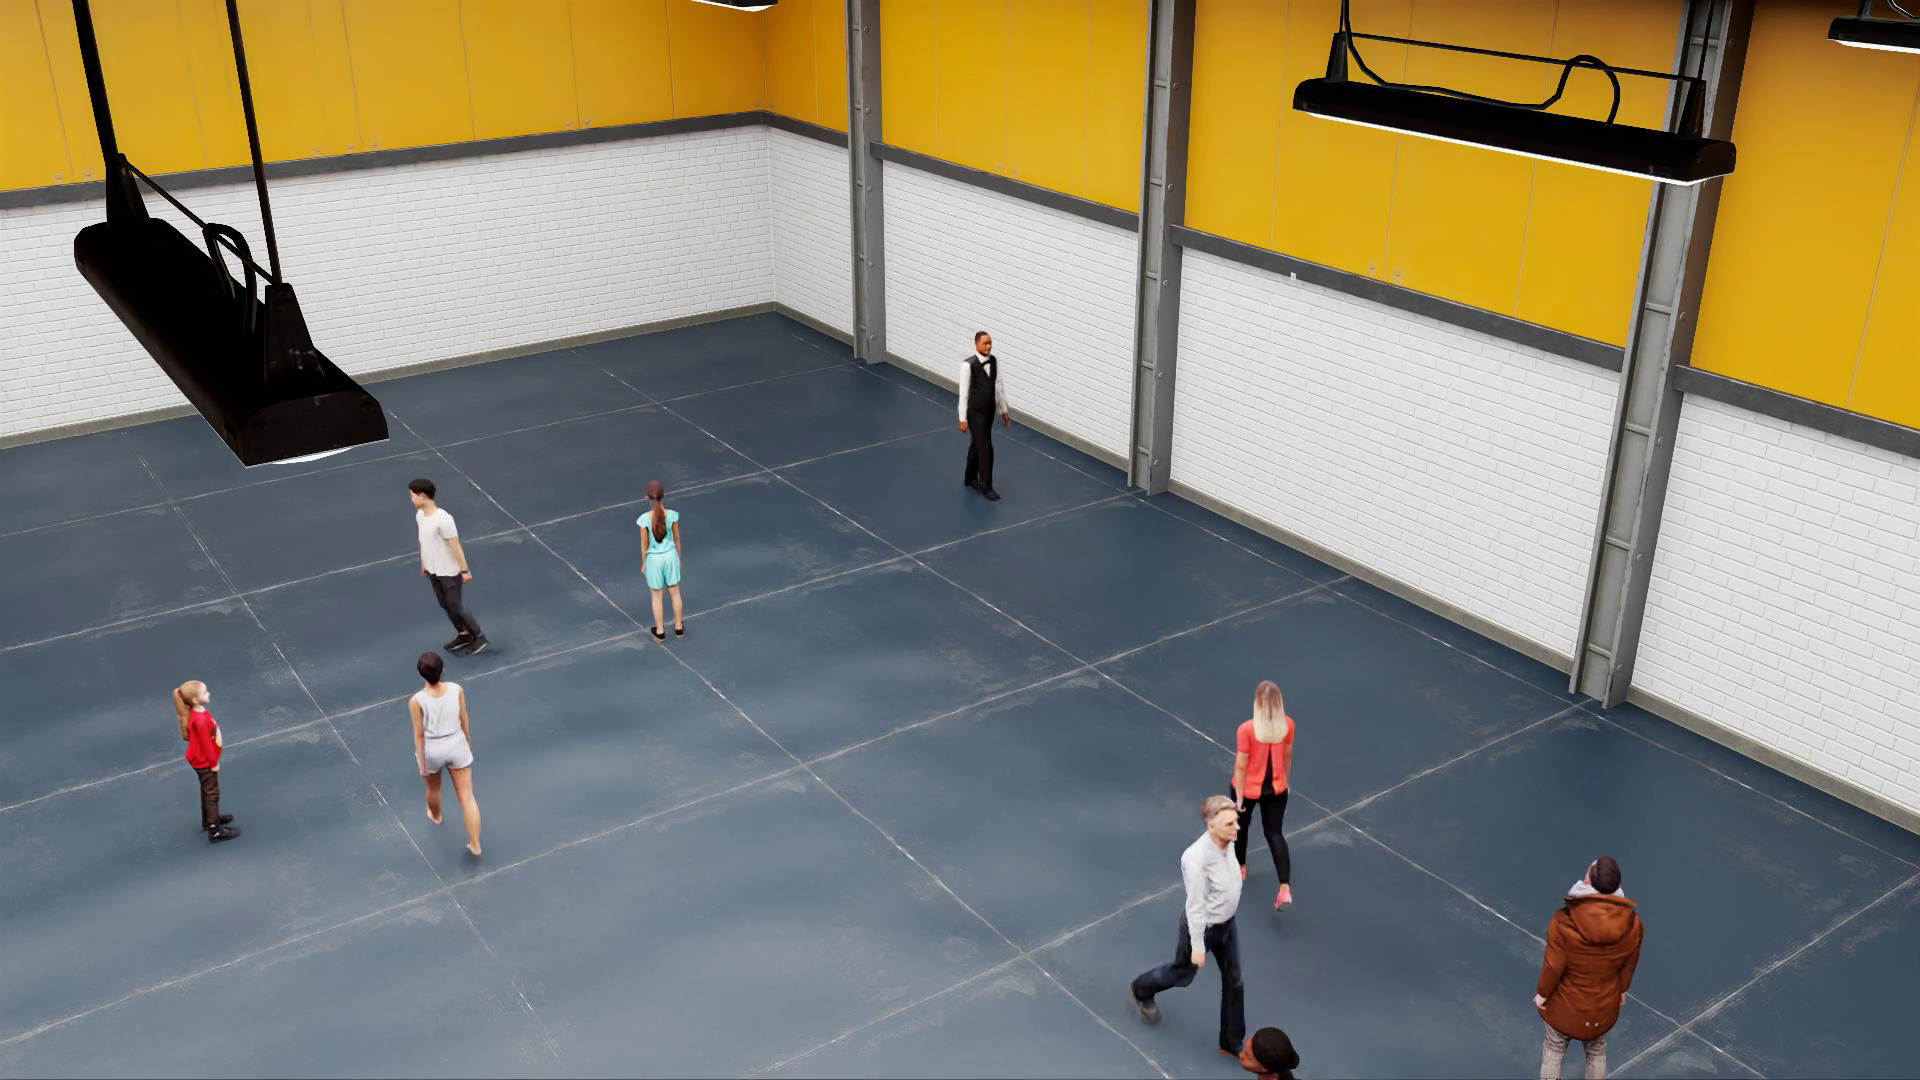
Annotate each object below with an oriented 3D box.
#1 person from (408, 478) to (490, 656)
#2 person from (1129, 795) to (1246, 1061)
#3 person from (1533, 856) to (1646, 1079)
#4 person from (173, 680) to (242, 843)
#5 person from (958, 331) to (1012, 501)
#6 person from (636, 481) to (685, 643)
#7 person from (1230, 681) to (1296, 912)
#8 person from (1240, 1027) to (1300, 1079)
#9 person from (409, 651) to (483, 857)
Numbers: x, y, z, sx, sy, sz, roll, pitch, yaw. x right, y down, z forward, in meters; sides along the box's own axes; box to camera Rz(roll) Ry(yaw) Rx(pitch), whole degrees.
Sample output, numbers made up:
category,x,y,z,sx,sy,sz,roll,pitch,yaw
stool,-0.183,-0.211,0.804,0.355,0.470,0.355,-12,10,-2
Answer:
category,x,y,z,sx,sy,sz,roll,pitch,yaw
person,-4.613,0.238,15.078,0.648,1.687,0.833,12,26,25
person,1.435,2.333,10.161,1.241,1.787,0.848,19,30,37
person,3.554,2.601,9.483,0.846,1.839,0.882,-1,24,-3
person,-5.637,1.625,12.413,0.537,1.281,0.411,-15,28,-31
person,0.173,-1.444,18.671,0.780,1.892,1.027,-21,31,-39
person,-2.754,0.185,15.360,0.592,1.558,0.600,-10,25,-21
person,2.124,1.797,11.539,0.867,1.666,1.175,-5,24,-11
person,1.670,3.171,8.438,1.090,1.631,1.032,4,24,10
person,-3.730,1.592,12.138,0.603,1.560,1.074,-14,27,-29
